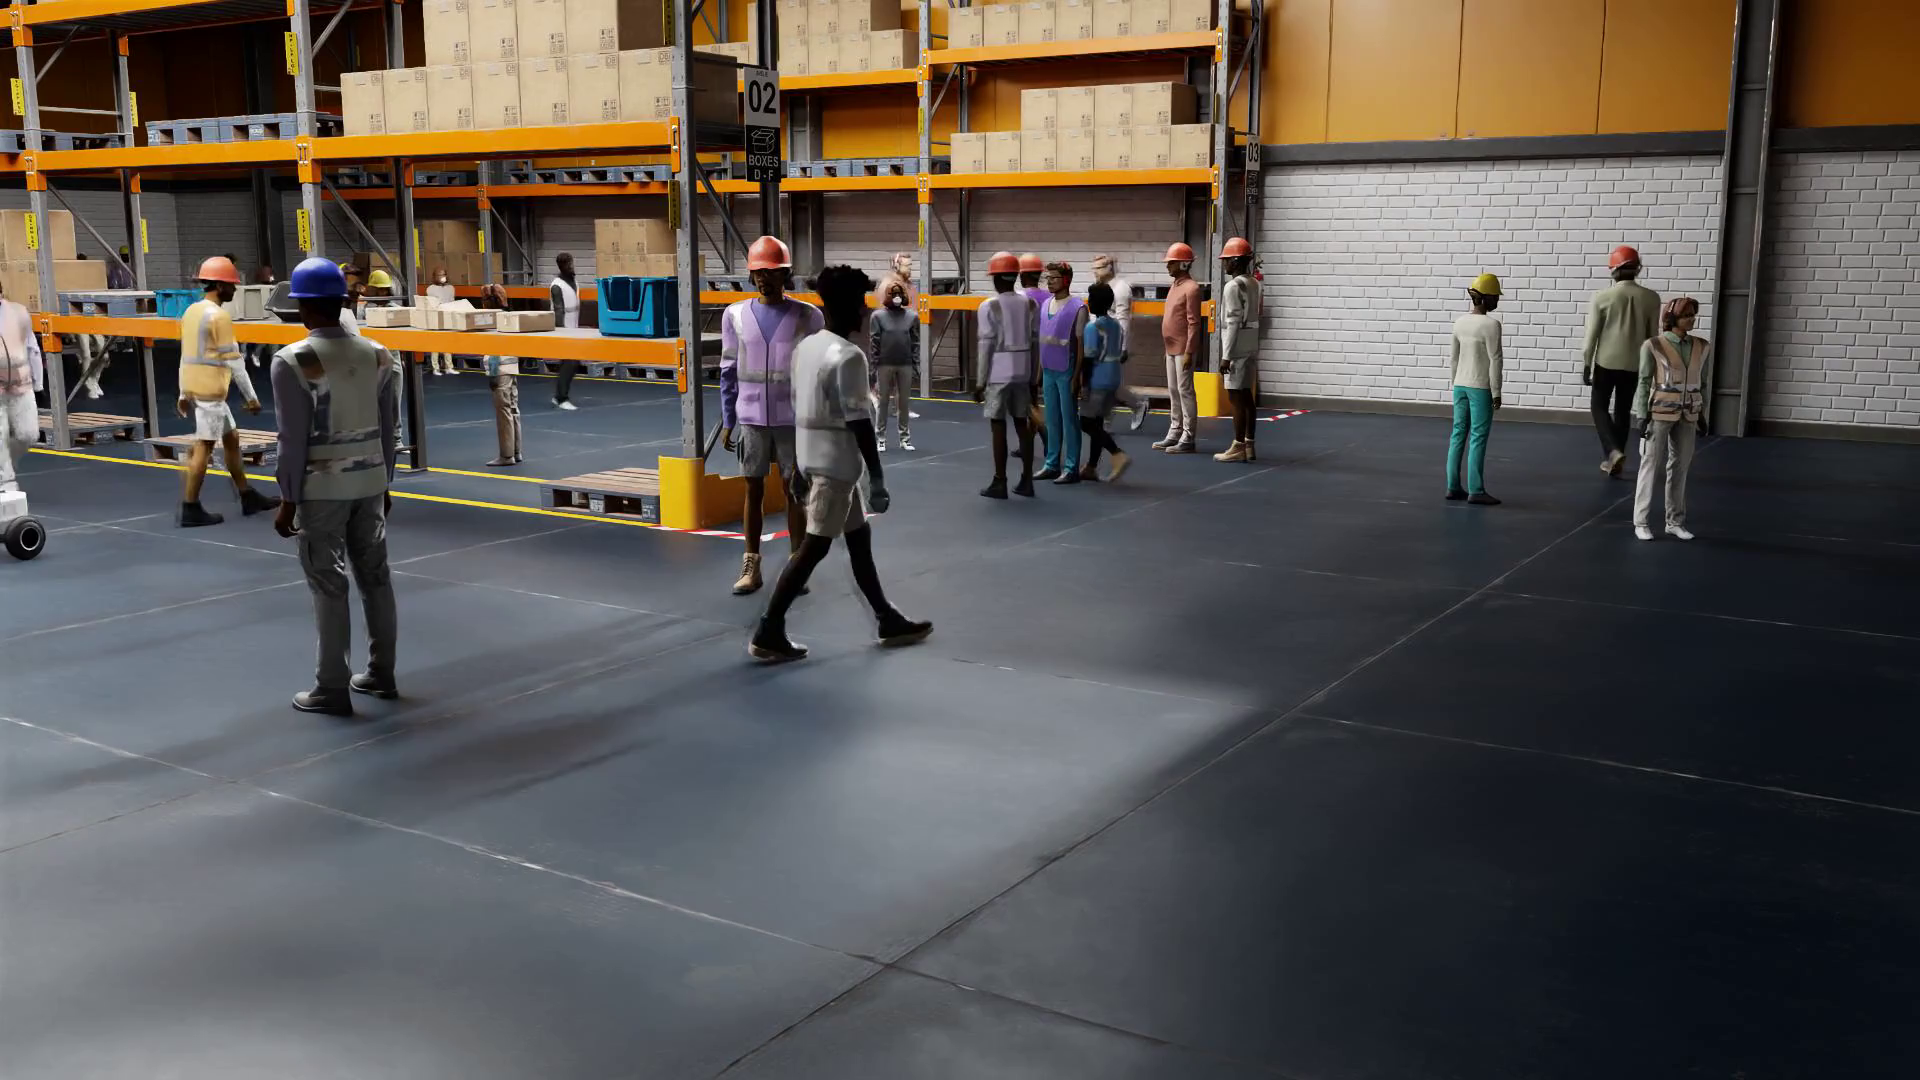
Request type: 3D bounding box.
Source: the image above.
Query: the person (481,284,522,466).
[{"bbox_3d":[-4.135,-1.484,14.990,0.313,1.633,0.516,0,10,2],"label":"person"}]

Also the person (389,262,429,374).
[{"bbox_3d":[-8.524,-3.396,25.184,0.851,1.783,0.619,4,11,21],"label":"person"}]

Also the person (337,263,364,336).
[{"bbox_3d":[-4.335,-1.025,11.803,0.315,1.863,0.534,-2,10,-11],"label":"person"}]

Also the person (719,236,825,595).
[{"bbox_3d":[-1.069,-0.698,9.489,0.608,2.044,0.371,1,10,4],"label":"person"}]

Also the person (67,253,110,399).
[{"bbox_3d":[-11.094,-2.714,21.182,0.387,1.853,0.559,9,13,40],"label":"person"}]

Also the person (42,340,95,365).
[{"bbox_3d":[-14.265,-3.695,26.539,0.908,1.879,0.614,-5,11,-27],"label":"person"}]

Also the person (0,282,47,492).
[{"bbox_3d":[-7.301,-1.148,12.597,0.571,1.821,0.639,8,13,37],"label":"person"}]

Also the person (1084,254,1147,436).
[{"bbox_3d":[1.595,-2.010,17.214,0.553,1.884,0.673,-5,11,-24],"label":"person"}]

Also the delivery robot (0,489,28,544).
[{"bbox_3d":[-6.203,-0.158,10.366,0.477,0.478,0.707,3,11,18],"label":"delivery robot"}]

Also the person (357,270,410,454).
[{"bbox_3d":[-5.404,-1.649,15.596,0.494,1.741,0.308,-10,14,-43],"label":"person"}]

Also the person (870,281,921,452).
[{"bbox_3d":[-0.618,-1.659,15.950,0.498,1.634,0.279,-3,11,-17],"label":"person"}]

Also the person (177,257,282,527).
[{"bbox_3d":[-5.252,-1.066,11.922,0.571,1.894,0.896,10,14,44],"label":"person"}]

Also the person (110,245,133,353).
[{"bbox_3d":[-14.948,-4.330,29.934,0.589,1.927,0.387,-9,14,-42],"label":"person"}]

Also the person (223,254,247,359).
[{"bbox_3d":[-12.154,-3.875,27.819,0.516,1.786,1.046,-1,10,-6],"label":"person"}]

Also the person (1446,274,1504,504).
[{"bbox_3d":[4.002,-1.164,12.841,0.326,1.767,0.533,-4,11,-22],"label":"person"}]

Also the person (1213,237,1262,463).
[{"bbox_3d":[2.513,-1.723,15.170,0.394,2.041,0.612,6,12,31],"label":"person"}]

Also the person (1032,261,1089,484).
[{"bbox_3d":[0.855,-1.394,13.889,0.388,1.847,0.564,-7,12,-33],"label":"person"}]

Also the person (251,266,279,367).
[{"bbox_3d":[-10.840,-3.463,25.998,0.429,1.621,0.506,3,11,18],"label":"person"}]

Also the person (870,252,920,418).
[{"bbox_3d":[-0.707,-2.319,18.916,0.501,1.892,0.643,6,12,29],"label":"person"}]

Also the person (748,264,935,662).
[{"bbox_3d":[-0.600,-0.370,8.047,1.023,1.914,0.622,-5,11,-26],"label":"person"}]

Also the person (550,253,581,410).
[{"bbox_3d":[-4.767,-2.488,19.900,0.515,1.873,0.691,1,10,6],"label":"person"}]

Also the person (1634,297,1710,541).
[{"bbox_3d":[4.806,-0.813,11.238,0.523,1.642,0.306,-2,10,-10],"label":"person"}]

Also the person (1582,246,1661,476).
[{"bbox_3d":[5.649,-1.518,14.230,0.626,1.976,0.770,0,10,2],"label":"person"}]

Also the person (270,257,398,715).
[{"bbox_3d":[-2.681,-0.228,7.149,0.388,1.947,0.614,5,12,27],"label":"person"}]

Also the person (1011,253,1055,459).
[{"bbox_3d":[0.703,-1.649,15.149,0.554,1.911,0.783,-6,12,-31],"label":"person"}]

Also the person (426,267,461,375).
[{"bbox_3d":[-7.772,-3.284,24.997,0.300,1.626,0.515,7,13,35],"label":"person"}]

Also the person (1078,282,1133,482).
[{"bbox_3d":[1.184,-1.298,13.811,0.636,1.684,0.545,7,12,35],"label":"person"}]

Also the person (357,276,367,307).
[{"bbox_3d":[-6.793,-2.190,18.752,0.321,1.686,0.530,5,12,27],"label":"person"}]

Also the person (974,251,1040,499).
[{"bbox_3d":[0.362,-1.289,13.062,0.553,1.935,0.374,-6,12,-31],"label":"person"}]

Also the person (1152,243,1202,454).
[{"bbox_3d":[2.091,-1.821,15.848,0.381,1.994,0.617,-3,11,-14],"label":"person"}]
